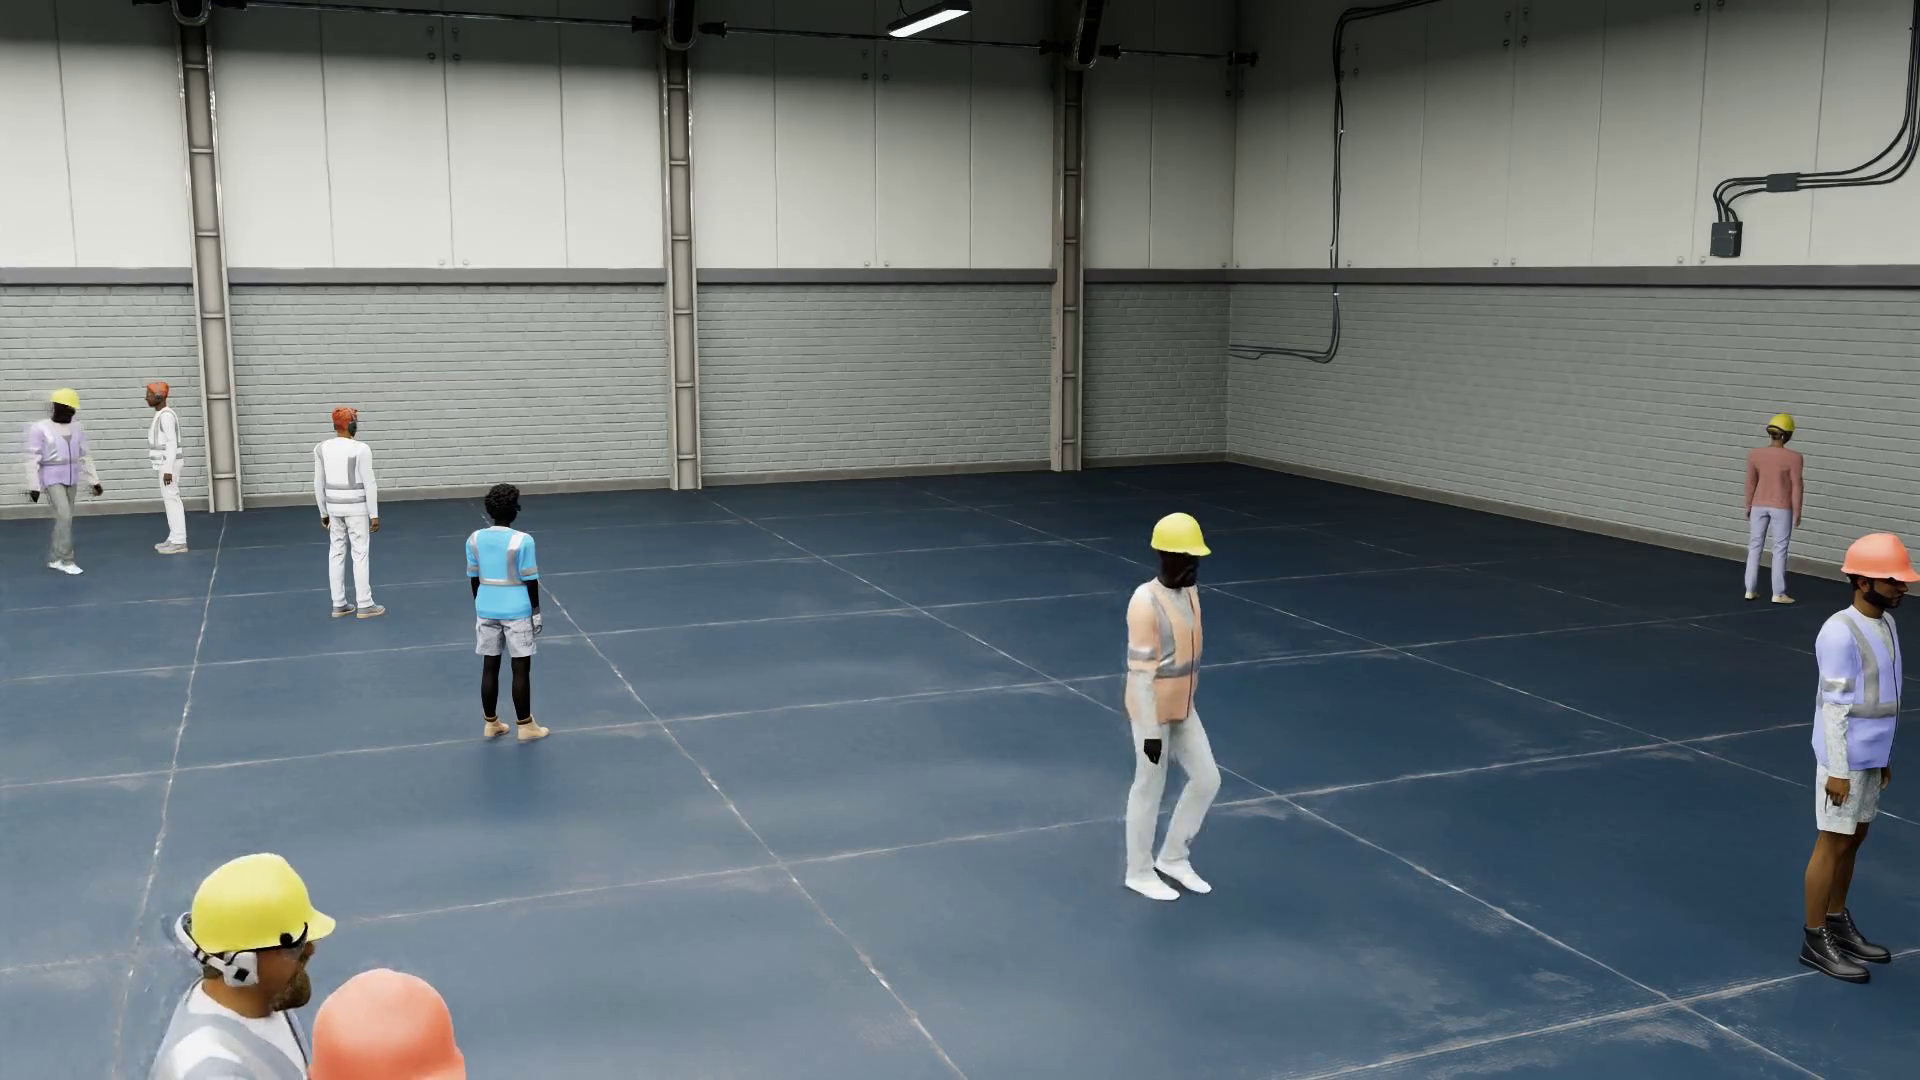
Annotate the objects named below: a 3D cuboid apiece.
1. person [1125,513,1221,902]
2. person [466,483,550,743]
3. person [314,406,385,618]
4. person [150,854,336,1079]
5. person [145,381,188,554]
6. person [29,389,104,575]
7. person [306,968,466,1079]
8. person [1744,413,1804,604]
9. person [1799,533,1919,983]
[{"bbox_3d":[1.033,0.816,7.987,0.557,1.907,0.623,6,11,35],"label":"person"},{"bbox_3d":[-2.943,0.476,10.803,0.536,1.697,0.318,3,10,21],"label":"person"},{"bbox_3d":[-5.417,-0.245,14.745,0.585,1.882,0.340,2,9,15],"label":"person"},{"bbox_3d":[-1.464,1.563,3.675,0.888,1.788,0.621,-2,9,-14],"label":"person"},{"bbox_3d":[-8.678,-0.793,18.186,0.337,1.882,0.585,-5,10,-30],"label":"person"},{"bbox_3d":[-9.100,-0.592,16.933,0.759,1.878,0.602,3,10,18],"label":"person"},{"bbox_3d":[-0.994,1.626,2.943,0.552,1.906,0.905,-9,12,-43],"label":"person"},{"bbox_3d":[7.542,-0.291,15.408,0.326,1.767,0.533,-7,11,-37],"label":"person"},{"bbox_3d":[3.908,0.927,7.219,0.545,1.938,0.361,-9,12,-43],"label":"person"}]
